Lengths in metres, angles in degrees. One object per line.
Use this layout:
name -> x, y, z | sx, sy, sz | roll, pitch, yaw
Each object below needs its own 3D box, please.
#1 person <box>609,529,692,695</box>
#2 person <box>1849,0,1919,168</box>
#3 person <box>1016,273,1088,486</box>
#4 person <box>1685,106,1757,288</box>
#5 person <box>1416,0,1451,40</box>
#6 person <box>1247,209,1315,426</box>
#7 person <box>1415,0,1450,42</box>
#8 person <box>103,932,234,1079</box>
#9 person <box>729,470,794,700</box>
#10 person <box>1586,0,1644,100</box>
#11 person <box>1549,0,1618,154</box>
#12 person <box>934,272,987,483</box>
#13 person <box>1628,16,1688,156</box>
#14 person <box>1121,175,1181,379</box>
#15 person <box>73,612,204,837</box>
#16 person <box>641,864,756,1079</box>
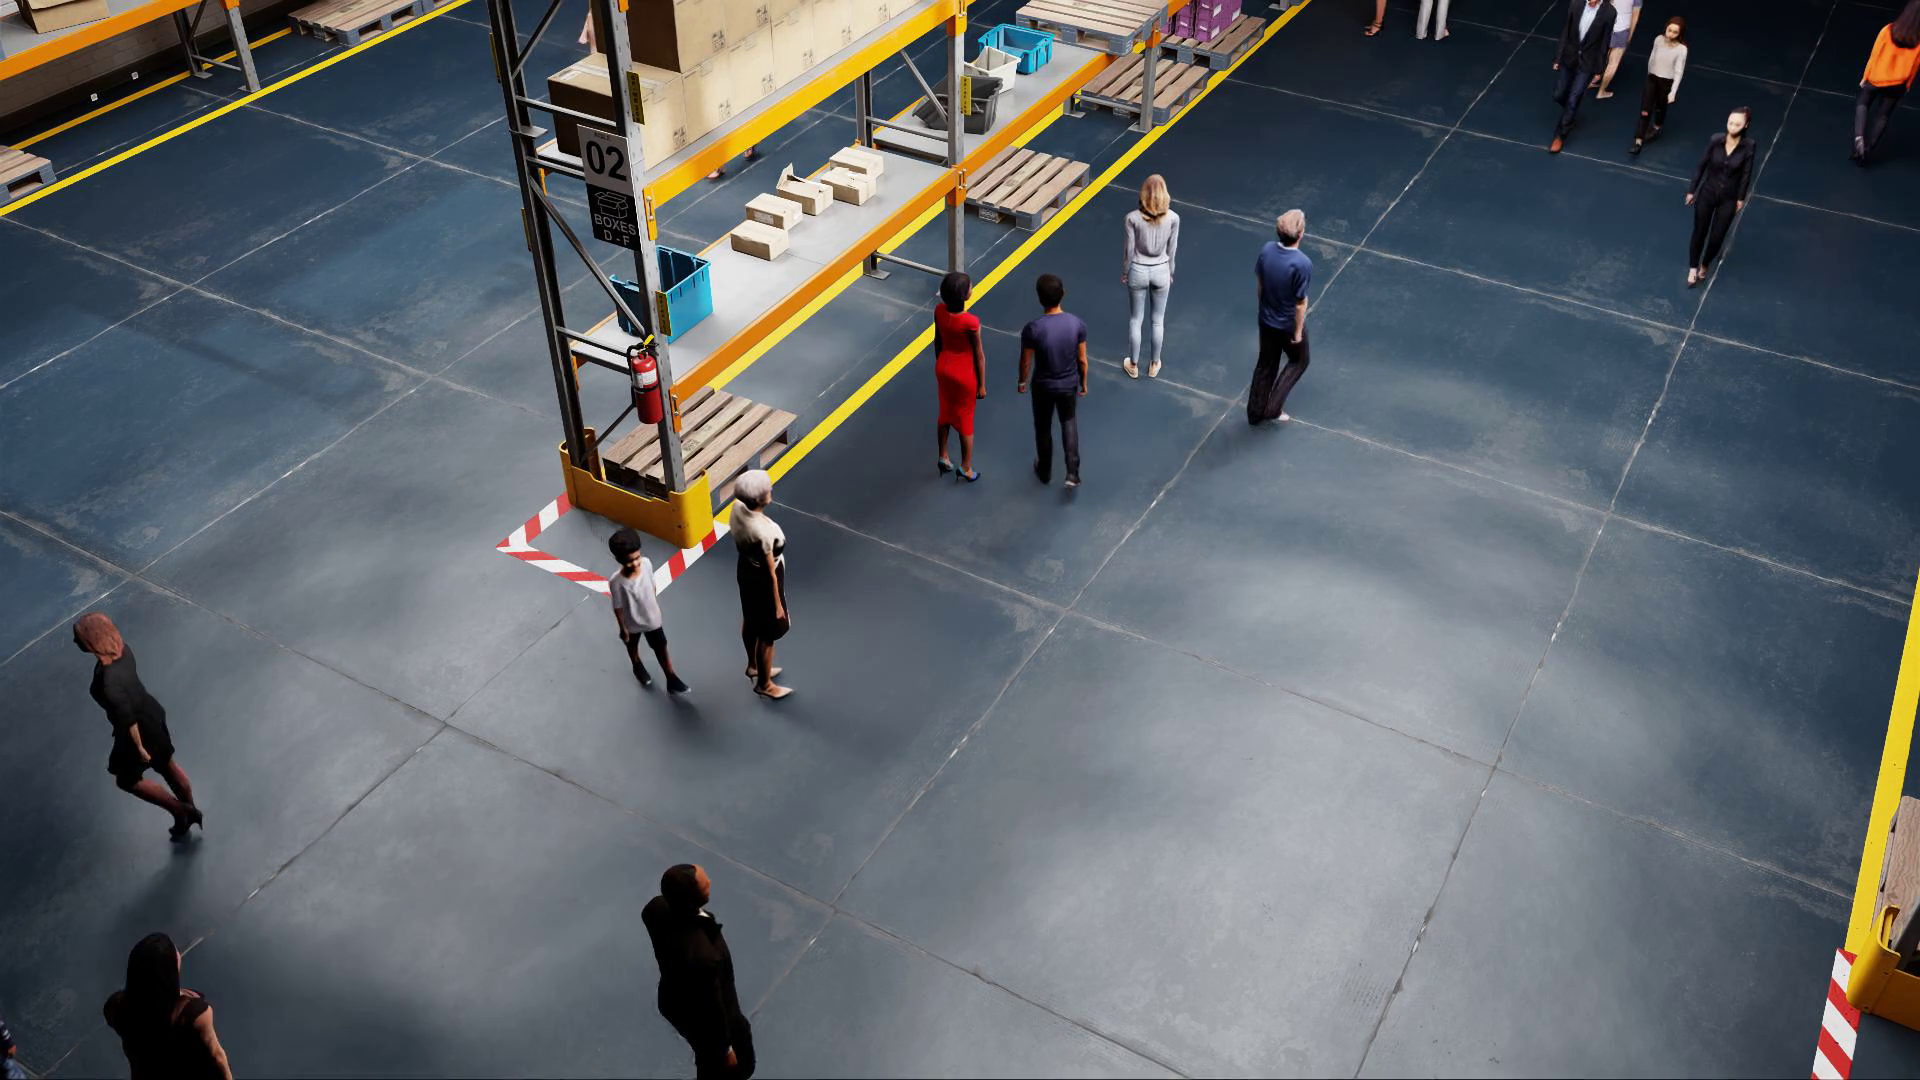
person -> -2.098, 0.421, 10.671 | 0.768, 1.243, 0.727 | -25, 45, -28
person -> 9.151, -4.482, 16.412 | 0.683, 1.739, 0.737 | 13, 40, 16
person -> 0.679, -1.090, 12.139 | 0.890, 1.773, 0.950 | -6, 39, -8
person -> 6.657, -3.014, 14.606 | 0.603, 1.700, 0.538 | 20, 43, 23
person -> 5.604, -6.723, 19.163 | 0.787, 1.808, 0.803 | -4, 39, -5
person -> 2.407, -1.638, 12.756 | 0.752, 1.857, 0.760 | -28, 47, -31
person -> 5.524, -6.623, 19.064 | 0.643, 1.776, 0.619 | 10, 40, 12
person -> -3.593, 2.568, 7.634 | 0.930, 1.678, 1.105 | 3, 39, 4
person -> -1.272, 0.288, 10.430 | 0.691, 1.751, 0.679 | -19, 43, -23
person -> 7.057, -5.521, 17.866 | 0.709, 1.549, 0.676 | -18, 42, -21
person -> 6.308, -4.859, 16.850 | 0.733, 1.782, 0.976 | 25, 45, 28
person -> -0.025, -1.198, 12.297 | 0.603, 1.743, 0.546 | 26, 46, 29
person -> 7.125, -4.640, 16.866 | 0.668, 1.420, 1.057 | 31, 48, 33
person -> 1.520, -2.119, 13.408 | 0.667, 1.796, 0.676 | 0, 39, 0
person -> -4.586, 1.072, 9.492 | 0.763, 1.696, 0.700 | -9, 39, -11
person -> -1.301, 2.258, 7.849 | 0.986, 1.894, 0.900 | -24, 45, -27
